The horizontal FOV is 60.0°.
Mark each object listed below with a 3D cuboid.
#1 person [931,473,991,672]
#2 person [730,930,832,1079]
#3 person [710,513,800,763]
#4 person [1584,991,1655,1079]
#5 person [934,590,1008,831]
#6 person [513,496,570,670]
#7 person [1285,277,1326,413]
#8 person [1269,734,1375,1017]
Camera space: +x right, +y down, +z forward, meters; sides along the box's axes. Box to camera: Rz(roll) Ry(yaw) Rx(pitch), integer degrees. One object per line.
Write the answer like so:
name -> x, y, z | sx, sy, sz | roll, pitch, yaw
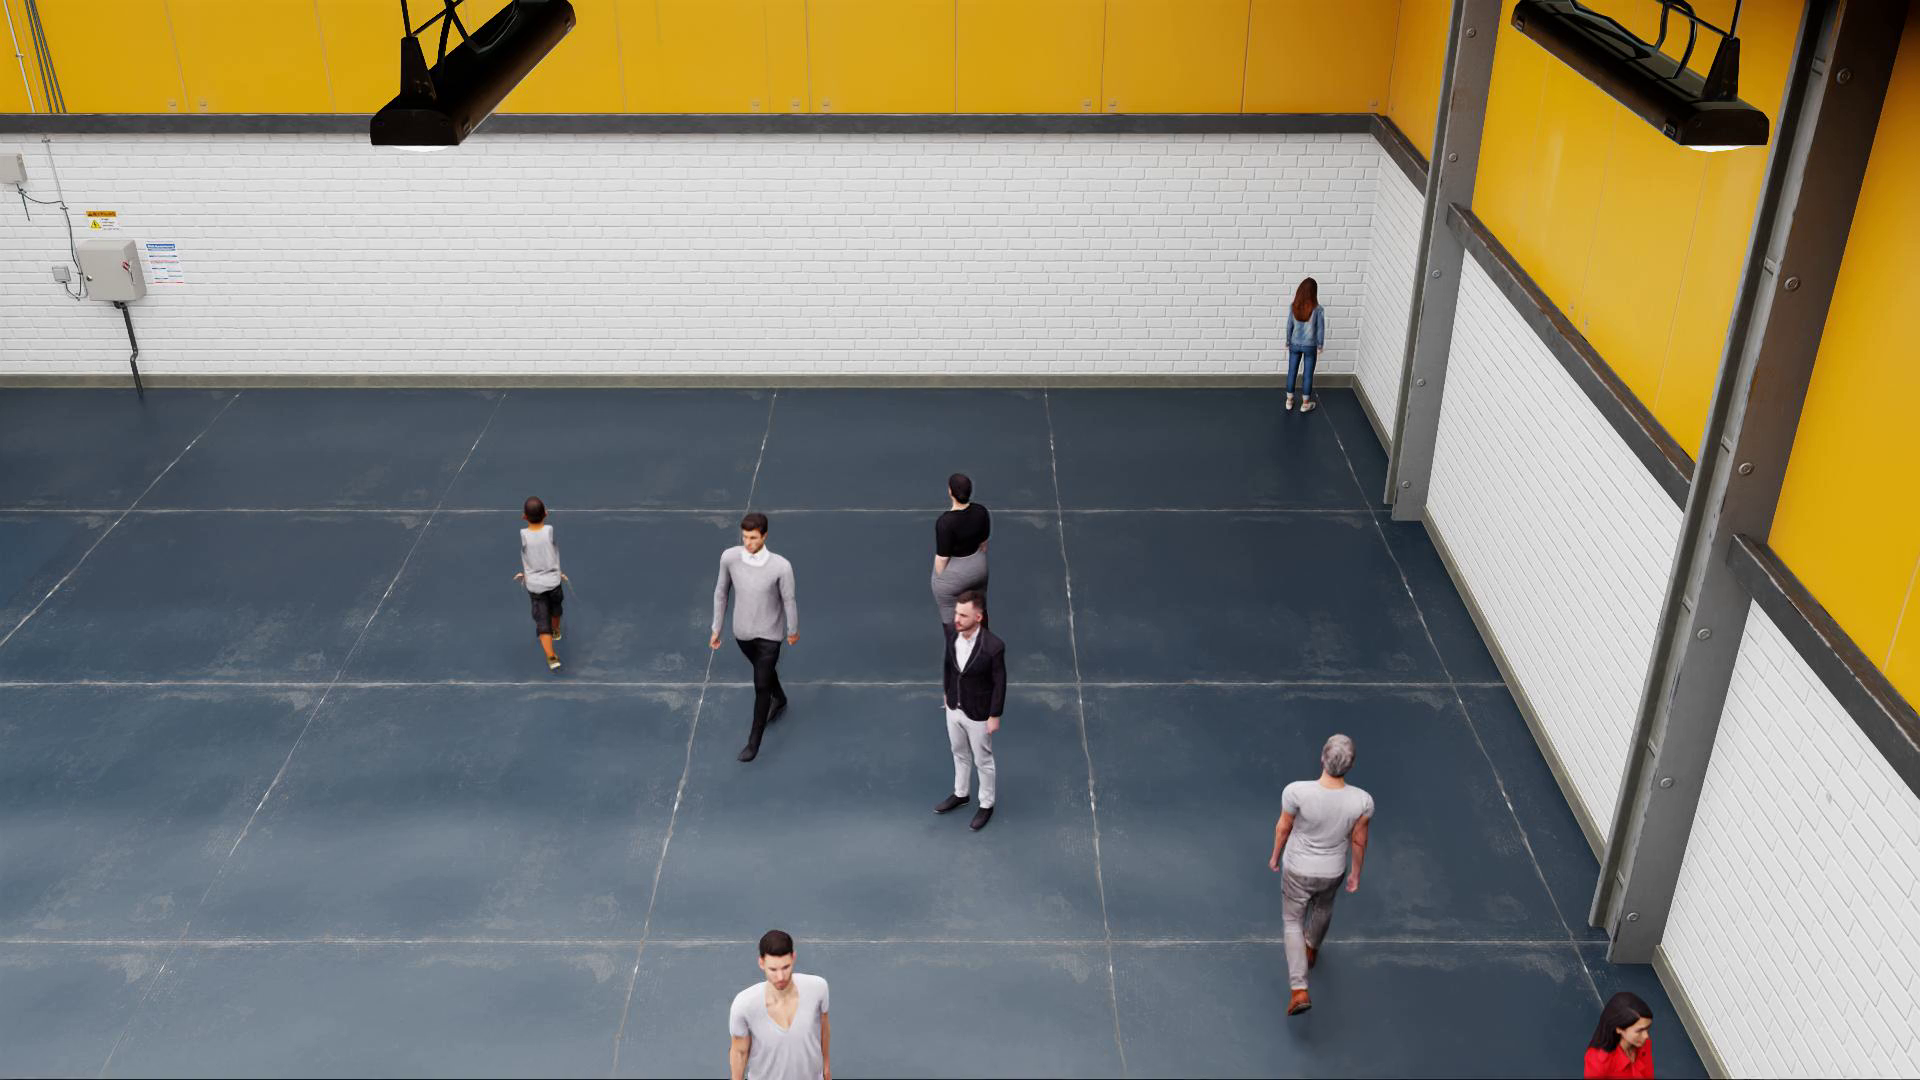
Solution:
person -> 0.017, 0.284, 13.110 | 0.783, 1.758, 0.817 | -19, 34, -31
person -> -0.922, 2.714, 8.591 | 0.929, 1.819, 1.292 | -8, 30, -14
person -> -1.461, 0.629, 12.362 | 1.073, 1.868, 1.329 | 12, 31, 21
person -> 3.176, 2.932, 8.266 | 0.736, 1.747, 0.780 | -19, 34, -31
person -> 0.089, 1.142, 11.448 | 0.726, 1.843, 0.772 | 23, 36, 36
person -> -3.357, 0.316, 13.401 | 0.804, 1.422, 1.104 | -9, 30, -17
person -> 3.664, -2.087, 17.749 | 0.641, 1.477, 0.657 | 16, 33, 27
person -> 2.120, 2.007, 9.904 | 0.714, 1.802, 1.110 | 1, 29, 3
